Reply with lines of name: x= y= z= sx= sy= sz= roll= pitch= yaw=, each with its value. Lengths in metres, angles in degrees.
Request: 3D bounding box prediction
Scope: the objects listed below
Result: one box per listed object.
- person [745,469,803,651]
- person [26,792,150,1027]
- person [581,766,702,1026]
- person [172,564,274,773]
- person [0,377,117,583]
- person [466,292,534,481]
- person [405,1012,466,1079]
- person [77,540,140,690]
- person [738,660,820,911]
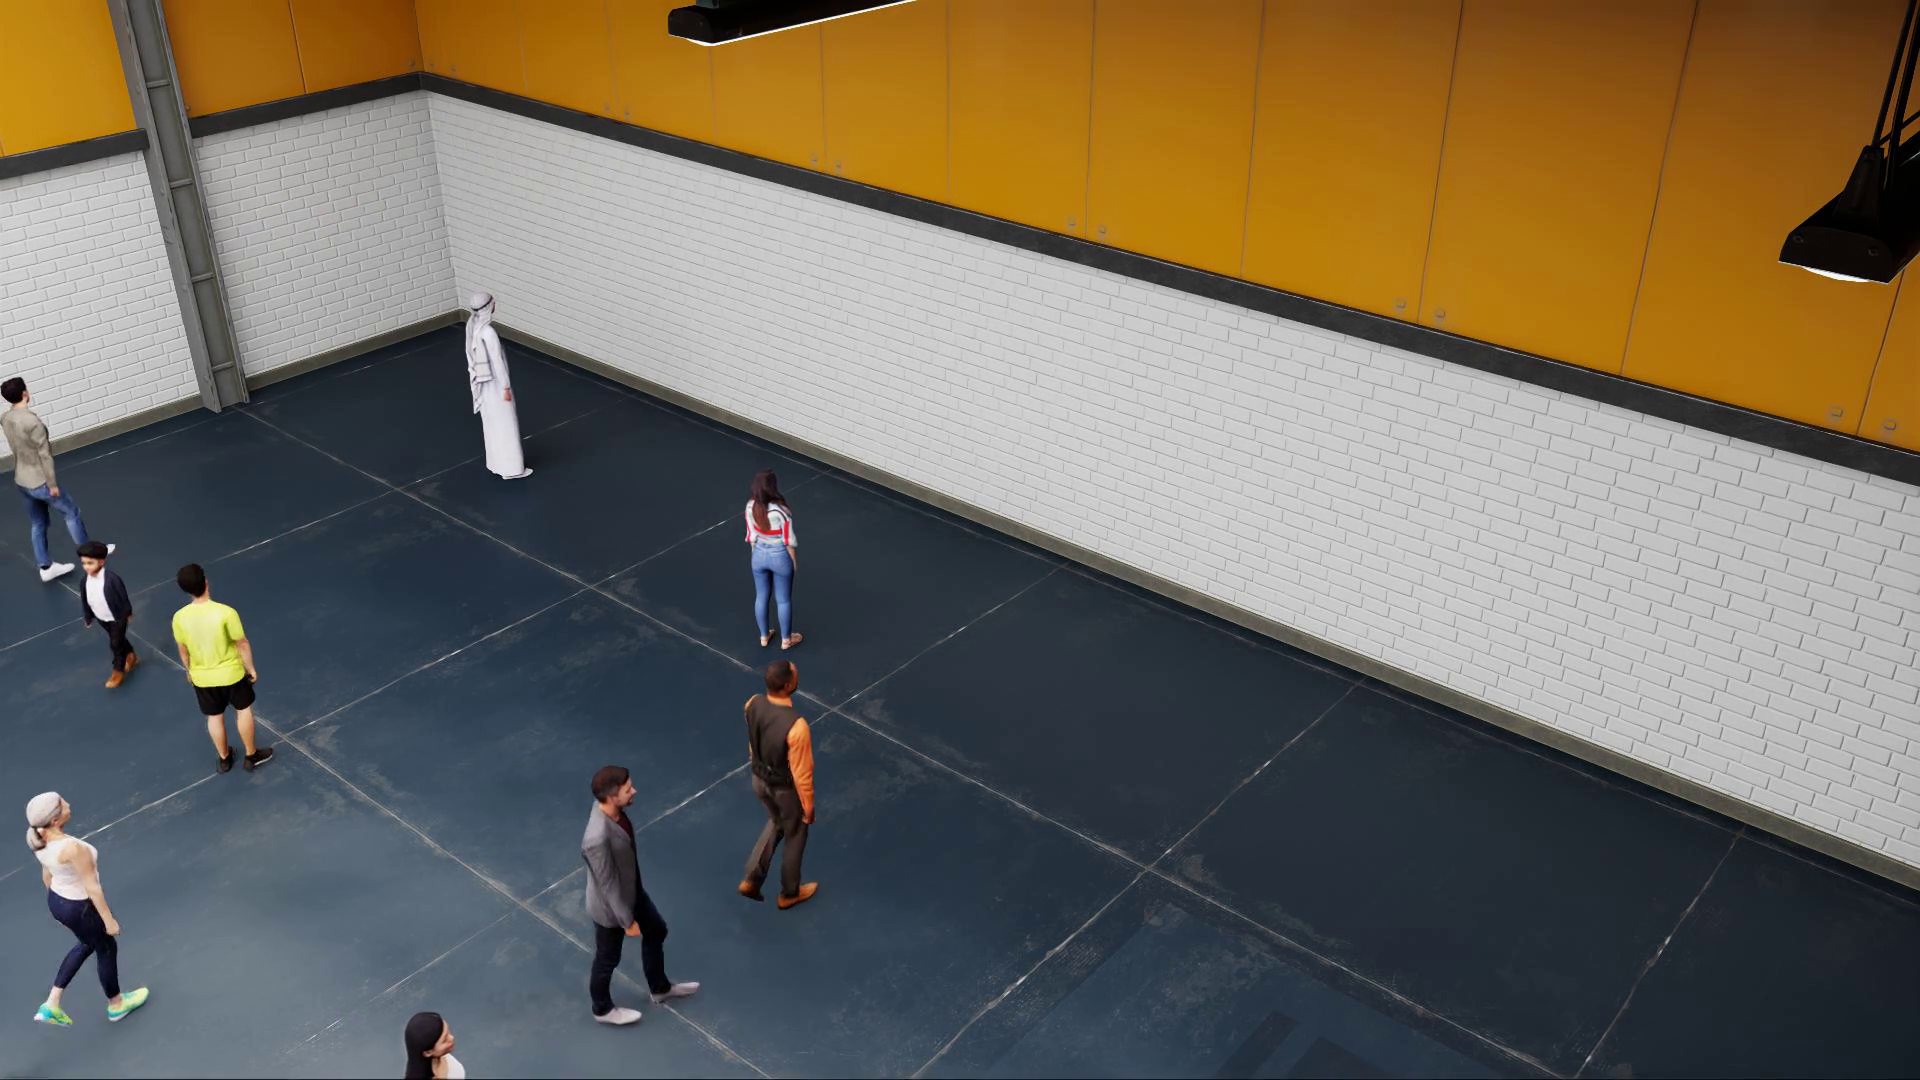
person: x=-1.544 y=0.149 z=13.644 sx=0.652 sy=1.613 sz=0.627 roll=10 pitch=30 yaw=17
person: x=-5.235 y=2.229 z=9.754 sx=0.676 sy=1.688 sz=0.891 roll=16 pitch=33 yaw=27
person: x=-2.108 y=2.122 z=9.783 sx=1.021 sy=1.847 sz=0.974 roll=1 pitch=29 yaw=2
person: x=-5.402 y=0.947 z=12.094 sx=0.727 sy=1.697 sz=0.796 roll=-1 pitch=29 yaw=-2
person: x=-8.159 y=-0.480 z=14.565 sx=0.831 sy=1.837 sz=0.983 roll=16 pitch=32 yaw=26
person: x=-4.597 y=-1.530 z=16.396 sx=0.675 sy=1.927 sz=0.713 roll=-23 pitch=36 yaw=-36
person: x=-2.520 y=3.016 z=8.221 sx=0.799 sy=1.774 sz=0.767 roll=-10 pitch=30 yaw=-17
person: x=-6.803 y=0.536 z=13.358 sx=0.701 sy=1.208 sz=0.806 roll=4 pitch=29 yaw=8
person: x=-1.214 y=1.626 z=10.640 sx=0.697 sy=1.898 sz=0.824 roll=23 pitch=36 yaw=36
